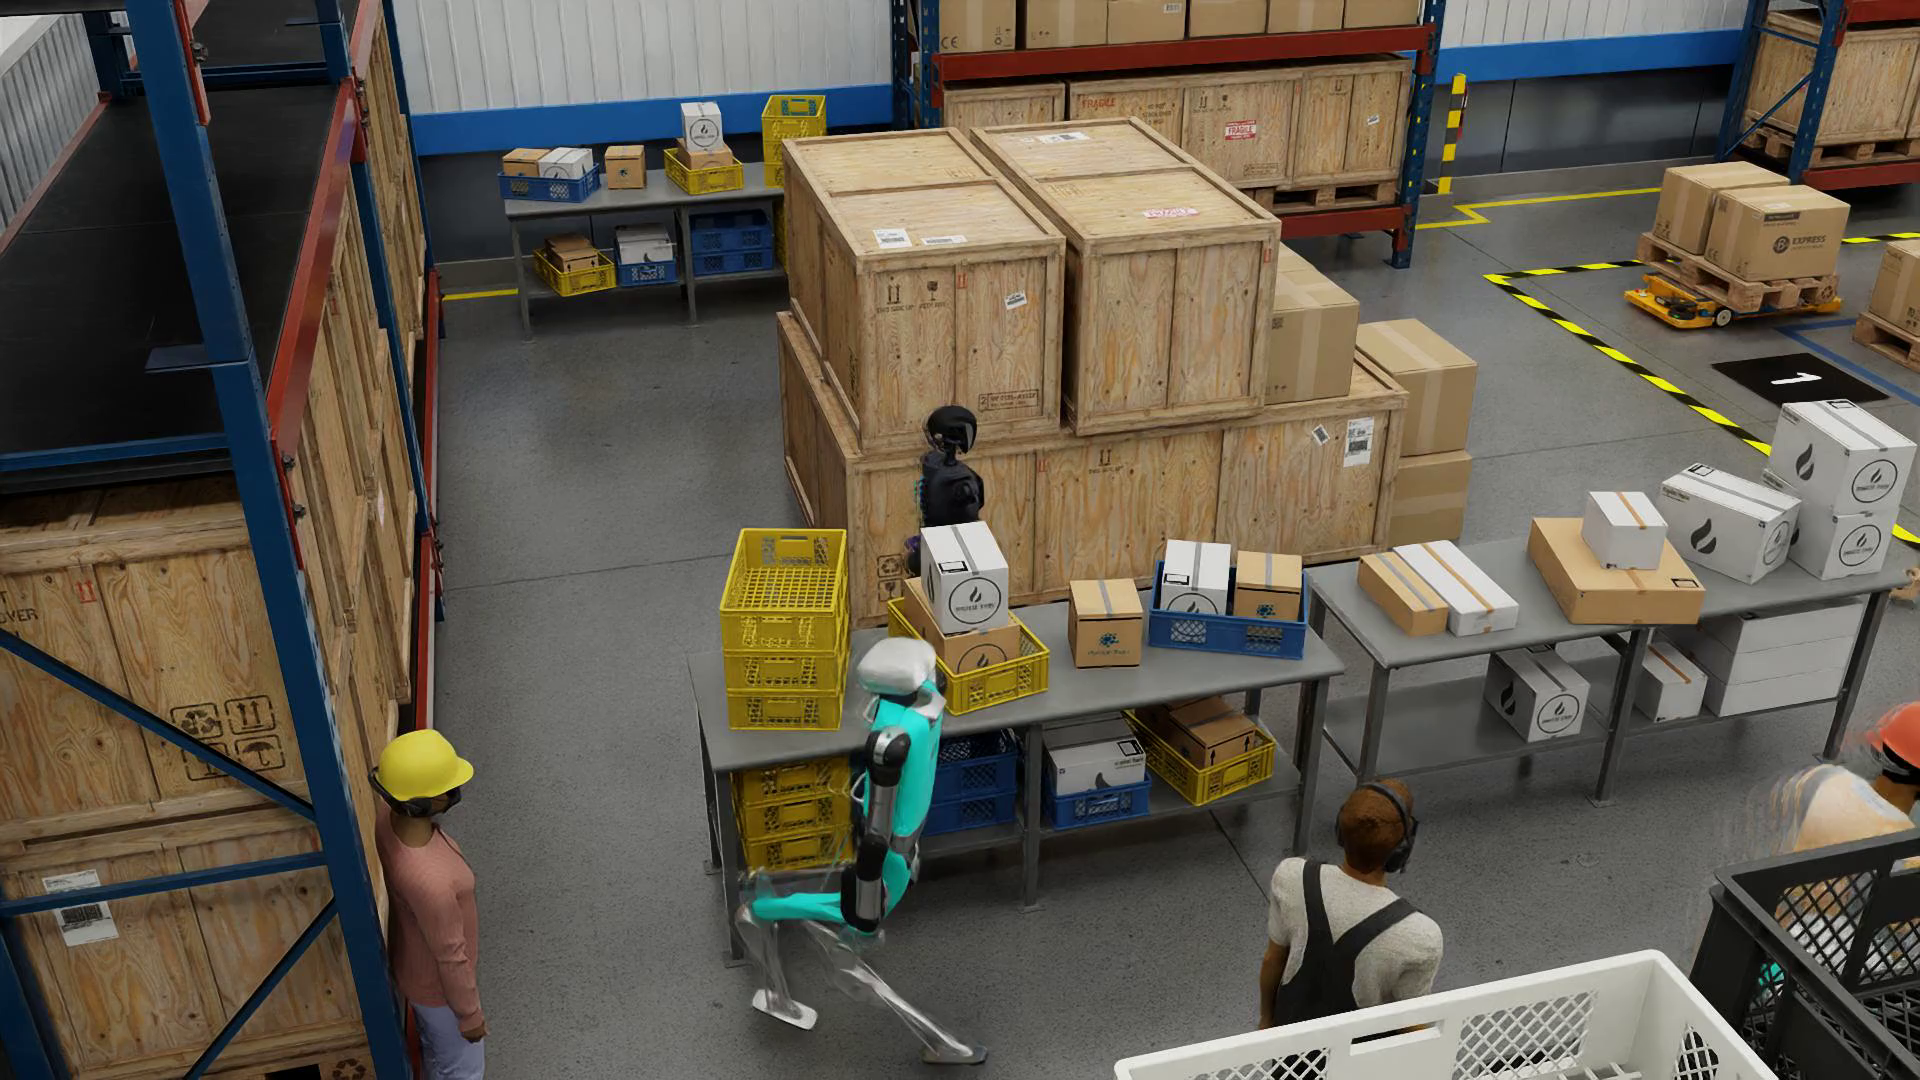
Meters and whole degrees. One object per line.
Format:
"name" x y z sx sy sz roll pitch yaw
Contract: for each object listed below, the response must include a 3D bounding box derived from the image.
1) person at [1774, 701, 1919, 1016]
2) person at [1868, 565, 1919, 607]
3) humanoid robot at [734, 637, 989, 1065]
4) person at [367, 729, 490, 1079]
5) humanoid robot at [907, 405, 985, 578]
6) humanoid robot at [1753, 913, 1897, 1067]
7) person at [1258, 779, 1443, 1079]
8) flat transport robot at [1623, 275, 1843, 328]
"person" 2.720 1.274 5.124 0.970 1.873 0.574 -8 30 -15
"person" 5.284 -0.533 8.329 1.077 1.964 0.615 1 29 1
"humanoid robot" -0.412 1.090 5.657 1.079 1.742 0.563 8 30 14
"person" -1.586 1.326 5.166 0.335 1.762 0.521 -17 33 -28
"humanoid robot" -0.065 0.184 7.319 0.407 1.642 0.585 -14 32 -23
"humanoid robot" 2.330 1.733 4.446 0.675 1.796 0.537 -4 29 -7
"person" 1.092 1.473 4.825 0.507 1.837 0.334 20 34 31
"flat transport robot" 5.792 -1.855 12.454 1.431 0.197 0.652 -8 30 -14
